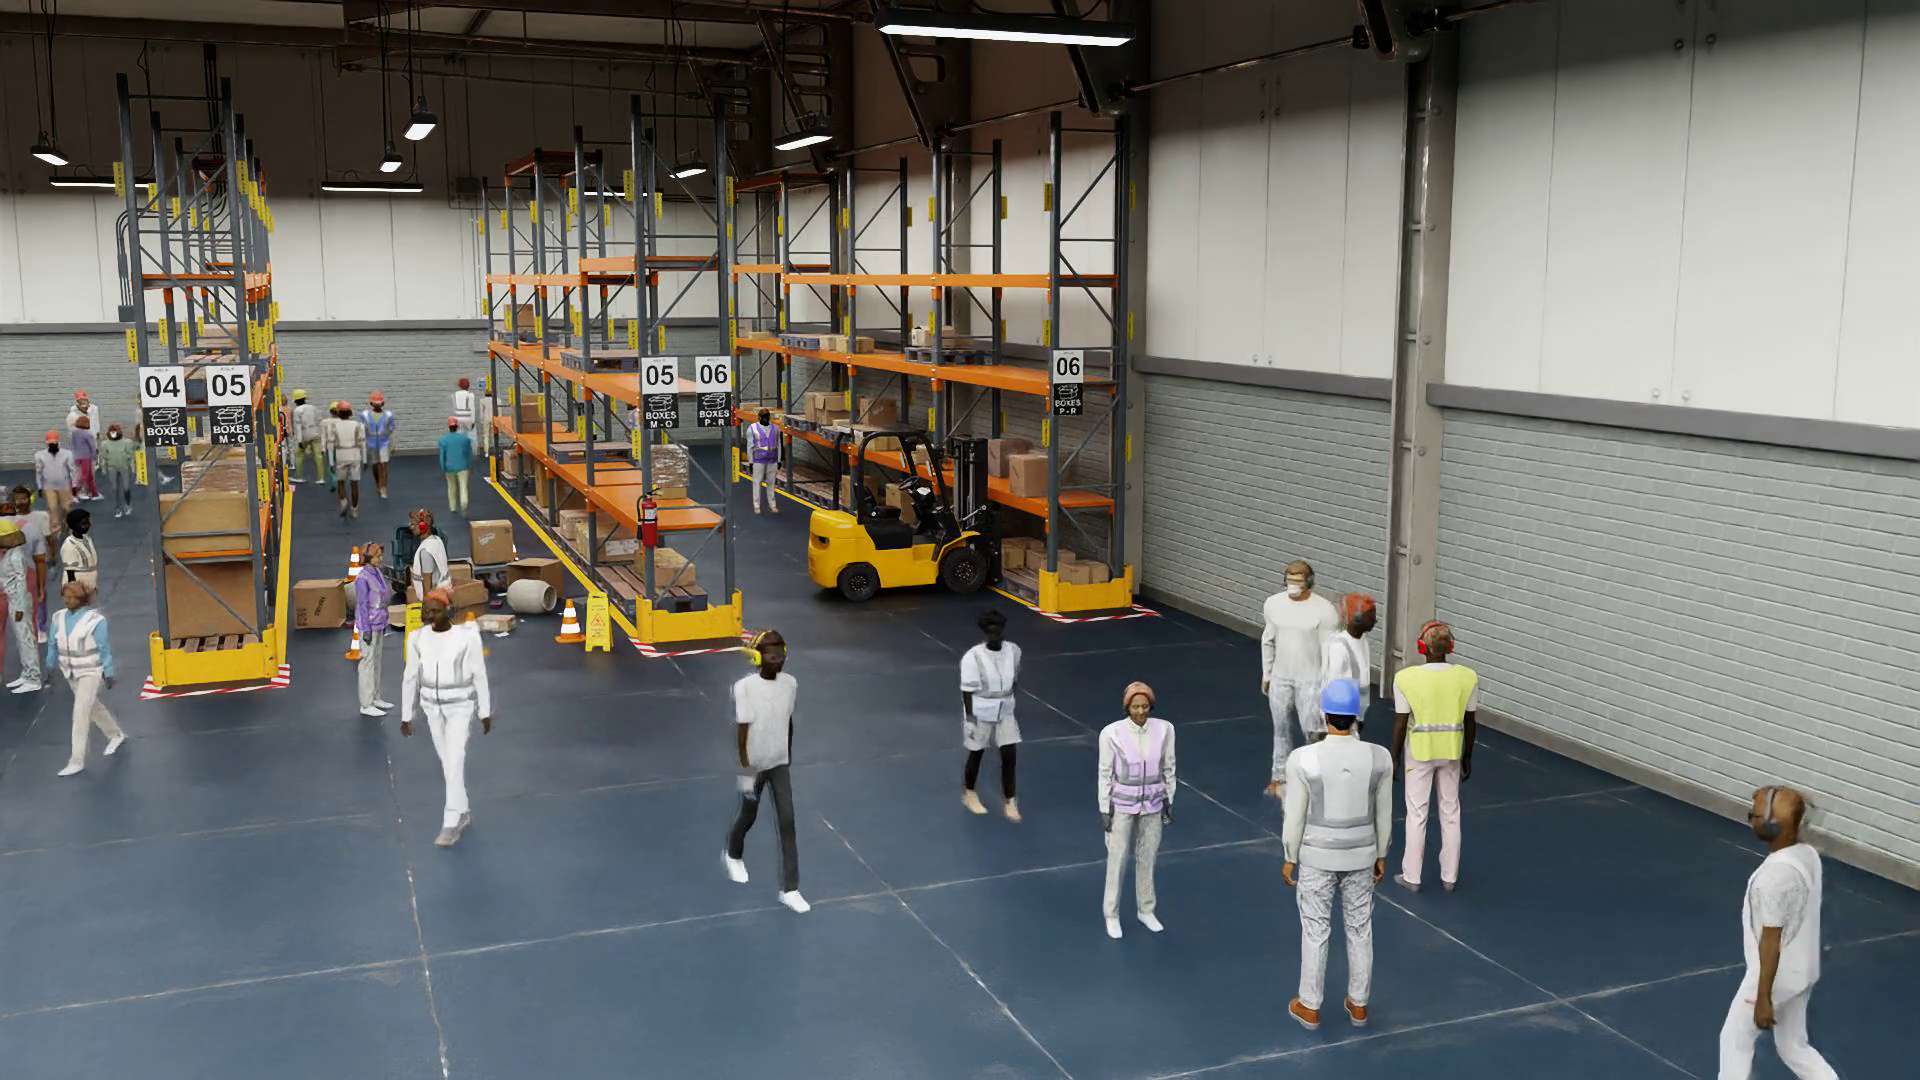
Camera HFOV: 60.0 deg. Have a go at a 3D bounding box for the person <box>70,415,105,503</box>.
[{"bbox_3d":[-15.999,-1.473,30.328,0.503,1.608,0.778,5,10,29],"label":"person"}]

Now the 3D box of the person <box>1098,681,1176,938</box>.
[{"bbox_3d":[1.102,1.675,10.403,0.518,1.631,0.319,-2,9,-15],"label":"person"}]

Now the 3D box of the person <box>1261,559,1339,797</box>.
[{"bbox_3d":[2.661,1.099,13.095,0.631,1.931,0.375,7,11,38],"label":"person"}]

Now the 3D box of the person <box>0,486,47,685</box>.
[{"bbox_3d":[-9.626,0.447,16.833,0.684,2.000,0.535,-6,11,-34],"label":"person"}]

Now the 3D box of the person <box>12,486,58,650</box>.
[{"bbox_3d":[-10.288,0.308,18.410,0.516,1.821,0.979,-4,10,-26],"label":"person"}]

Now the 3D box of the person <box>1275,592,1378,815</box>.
[{"bbox_3d":[2.742,1.278,12.233,0.832,1.854,0.574,5,10,28],"label":"person"}]

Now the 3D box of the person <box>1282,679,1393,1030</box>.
[{"bbox_3d":[2.059,1.720,9.112,0.607,1.948,0.389,-1,9,-6],"label":"person"}]

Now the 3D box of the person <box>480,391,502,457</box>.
[{"bbox_3d":[-10.698,-2.702,37.968,0.495,1.622,0.299,-1,9,-8],"label":"person"}]

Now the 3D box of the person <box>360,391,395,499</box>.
[{"bbox_3d":[-10.856,-1.789,31.046,0.619,2.010,0.940,-3,9,-16],"label":"person"}]

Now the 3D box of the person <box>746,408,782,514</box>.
[{"bbox_3d":[-3.389,-1.372,28.912,0.633,1.842,0.429,-5,10,-27],"label":"person"}]

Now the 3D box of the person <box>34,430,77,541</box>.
[{"bbox_3d":[-14.189,-0.875,26.113,0.568,1.734,0.598,-5,10,-29],"label":"person"}]

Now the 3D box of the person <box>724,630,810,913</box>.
[{"bbox_3d":[-1.313,1.475,11.045,0.512,1.836,0.957,-6,11,-33],"label":"person"}]

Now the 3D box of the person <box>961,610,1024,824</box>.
[{"bbox_3d":[0.237,1.320,12.510,0.549,1.650,0.776,-5,10,-27],"label":"person"}]

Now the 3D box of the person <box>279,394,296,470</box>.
[{"bbox_3d":[-14.300,-2.269,35.192,0.306,1.637,0.523,5,10,28],"label":"person"}]

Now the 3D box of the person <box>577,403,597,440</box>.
[{"bbox_3d":[-7.164,-1.805,32.076,0.538,1.698,0.320,8,12,43],"label":"person"}]

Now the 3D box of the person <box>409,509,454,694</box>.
[{"bbox_3d":[-5.226,0.604,16.507,0.387,1.837,0.560,-2,9,-11],"label":"person"}]

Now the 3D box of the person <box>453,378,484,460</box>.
[{"bbox_3d":[-10.991,-2.691,37.207,0.582,1.847,0.862,2,9,15],"label":"person"}]

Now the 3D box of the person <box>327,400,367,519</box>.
[{"bbox_3d":[-10.401,-1.359,28.264,0.630,2.028,0.455,-4,10,-22],"label":"person"}]

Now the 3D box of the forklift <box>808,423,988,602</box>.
[{"bbox_3d":[-0.830,-0.399,21.676,2.313,2.155,1.214,-4,10,-21],"label":"forklift"}]

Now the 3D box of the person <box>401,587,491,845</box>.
[{"bbox_3d":[-3.802,1.285,12.120,0.614,1.855,0.816,2,9,11],"label":"person"}]

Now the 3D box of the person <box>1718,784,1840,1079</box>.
[{"bbox_3d":[3.839,2.026,7.644,0.510,1.814,0.849,-8,12,-40],"label":"person"}]

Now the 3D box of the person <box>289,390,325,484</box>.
[{"bbox_3d":[-12.985,-2.040,32.964,0.911,1.877,0.695,5,10,28],"label":"person"}]

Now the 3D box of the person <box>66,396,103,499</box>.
[{"bbox_3d":[-16.222,-1.710,30.849,0.404,1.903,0.636,1,9,8],"label":"person"}]

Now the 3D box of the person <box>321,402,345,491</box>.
[{"bbox_3d":[-11.866,-1.761,31.647,0.554,1.733,0.805,-4,10,-23],"label":"person"}]

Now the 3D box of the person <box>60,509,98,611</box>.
[{"bbox_3d":[-9.302,0.502,17.602,0.319,1.688,0.539,-1,9,-6],"label":"person"}]

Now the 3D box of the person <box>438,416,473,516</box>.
[{"bbox_3d":[-8.666,-1.267,28.616,0.565,1.727,0.726,-3,10,-19],"label":"person"}]

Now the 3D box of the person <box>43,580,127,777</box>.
[{"bbox_3d":[-7.373,1.112,14.042,0.516,1.597,0.848,3,9,17],"label":"person"}]

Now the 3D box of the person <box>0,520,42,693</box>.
[{"bbox_3d":[-9.383,0.651,16.512,0.328,1.733,0.487,-6,11,-34],"label":"person"}]

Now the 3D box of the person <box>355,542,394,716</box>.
[{"bbox_3d":[-5.542,0.831,15.687,0.311,1.636,0.523,-1,9,-4],"label":"person"}]

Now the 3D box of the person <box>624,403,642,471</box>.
[{"bbox_3d":[-6.434,-2.000,32.936,0.404,1.824,0.590,-3,10,-19],"label":"person"}]

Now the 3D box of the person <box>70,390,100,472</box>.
[{"bbox_3d":[-18.402,-2.284,34.981,0.574,1.738,0.352,-2,9,-10],"label":"person"}]

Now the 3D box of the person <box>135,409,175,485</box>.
[{"bbox_3d":[-15.898,-1.976,32.778,0.952,1.817,0.532,1,9,9],"label":"person"}]

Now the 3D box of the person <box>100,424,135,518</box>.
[{"bbox_3d":[-14.383,-1.180,28.400,0.519,1.618,0.375,-3,10,-21],"label":"person"}]

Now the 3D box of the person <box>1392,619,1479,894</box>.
[{"bbox_3d":[3.155,1.452,11.099,0.567,1.847,0.389,0,9,-3],"label":"person"}]
